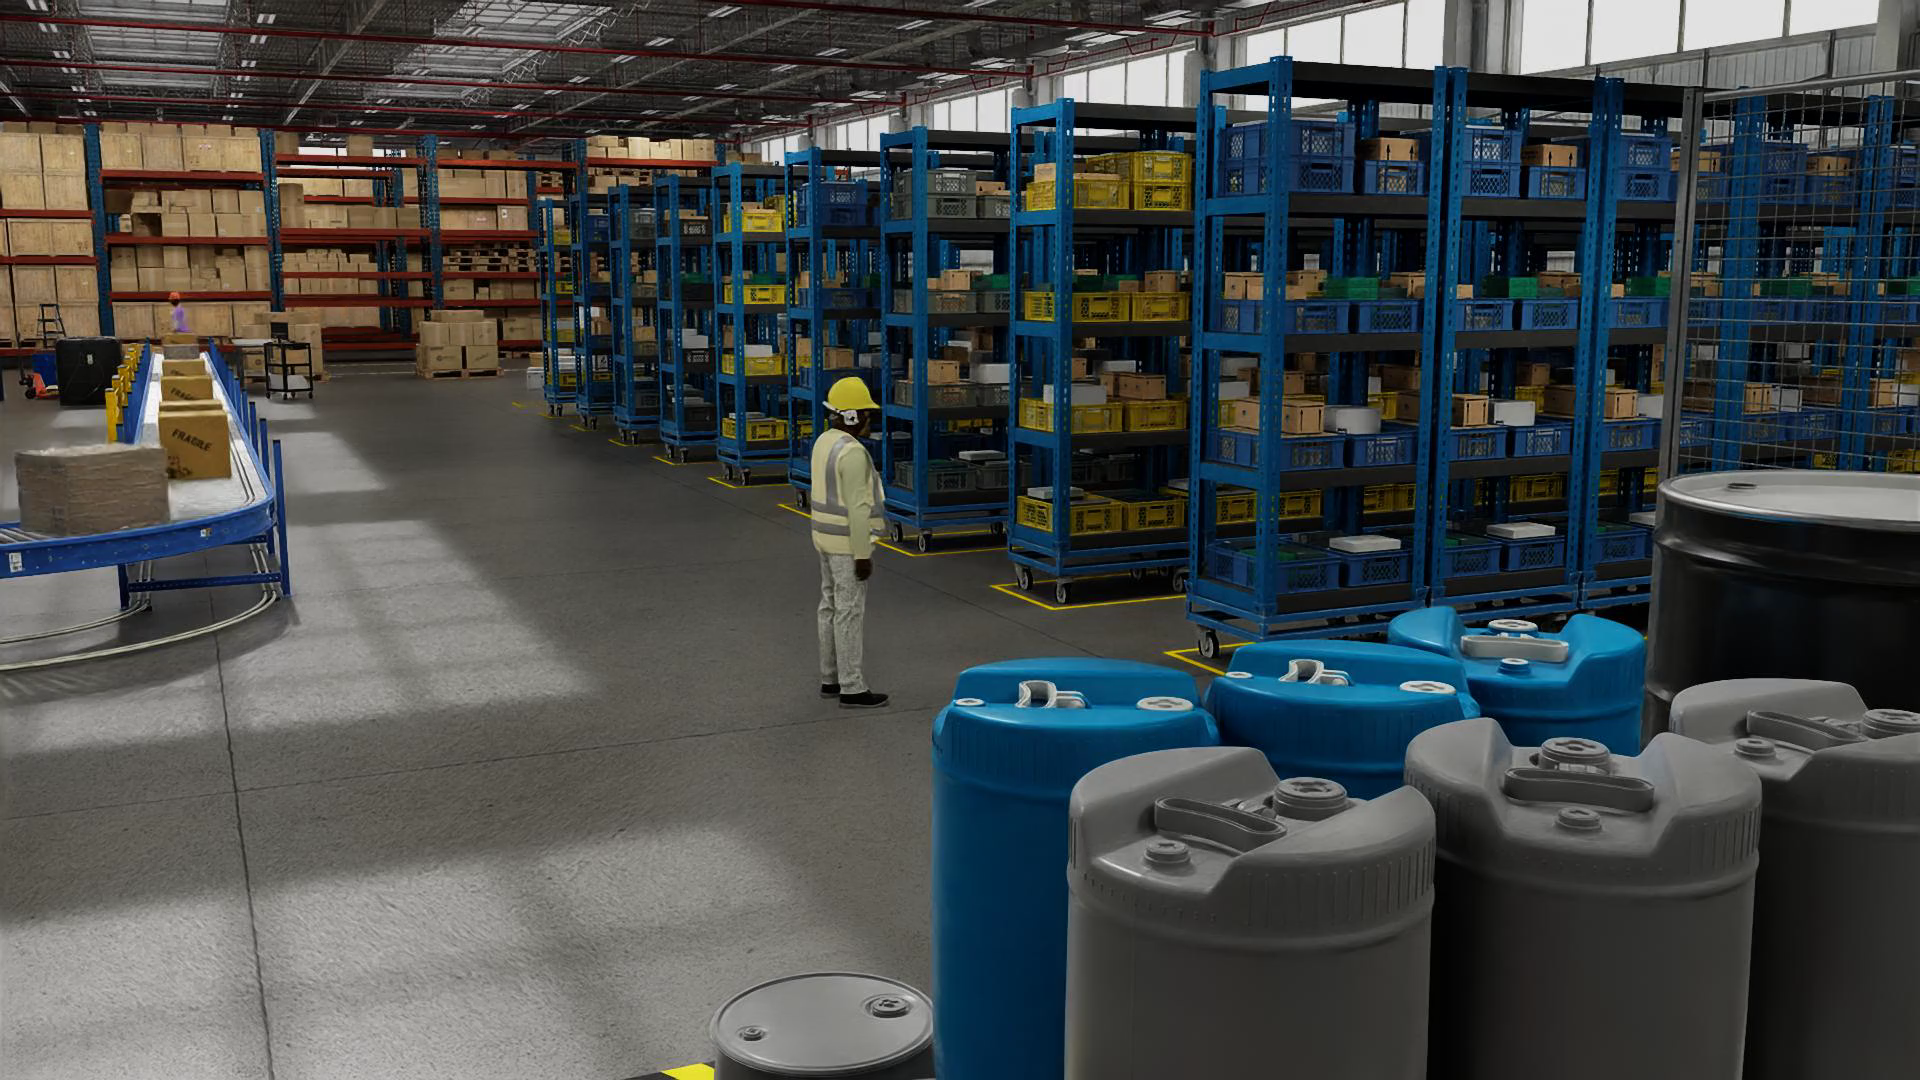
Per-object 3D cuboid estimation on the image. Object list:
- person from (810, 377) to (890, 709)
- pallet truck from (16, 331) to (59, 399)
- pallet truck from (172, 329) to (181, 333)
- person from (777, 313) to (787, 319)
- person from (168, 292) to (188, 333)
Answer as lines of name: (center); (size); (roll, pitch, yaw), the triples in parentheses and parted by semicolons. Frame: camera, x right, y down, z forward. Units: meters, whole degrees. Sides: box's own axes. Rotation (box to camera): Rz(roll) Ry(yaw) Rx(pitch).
person: (-0.619, 0.013, 9.244); (0.404, 1.834, 0.591); (-4, 10, -23)
pallet truck: (-17.082, -3.353, 31.781); (1.630, 1.274, 0.653); (-4, 10, -25)
pallet truck: (-17.275, -3.851, 35.096); (1.601, 1.201, 0.680); (0, 9, 1)
person: (-4.980, -6.008, 46.239); (0.610, 1.950, 0.377); (4, 10, 26)
person: (-19.419, -5.157, 41.121); (0.916, 1.898, 0.552); (-5, 10, -29)
